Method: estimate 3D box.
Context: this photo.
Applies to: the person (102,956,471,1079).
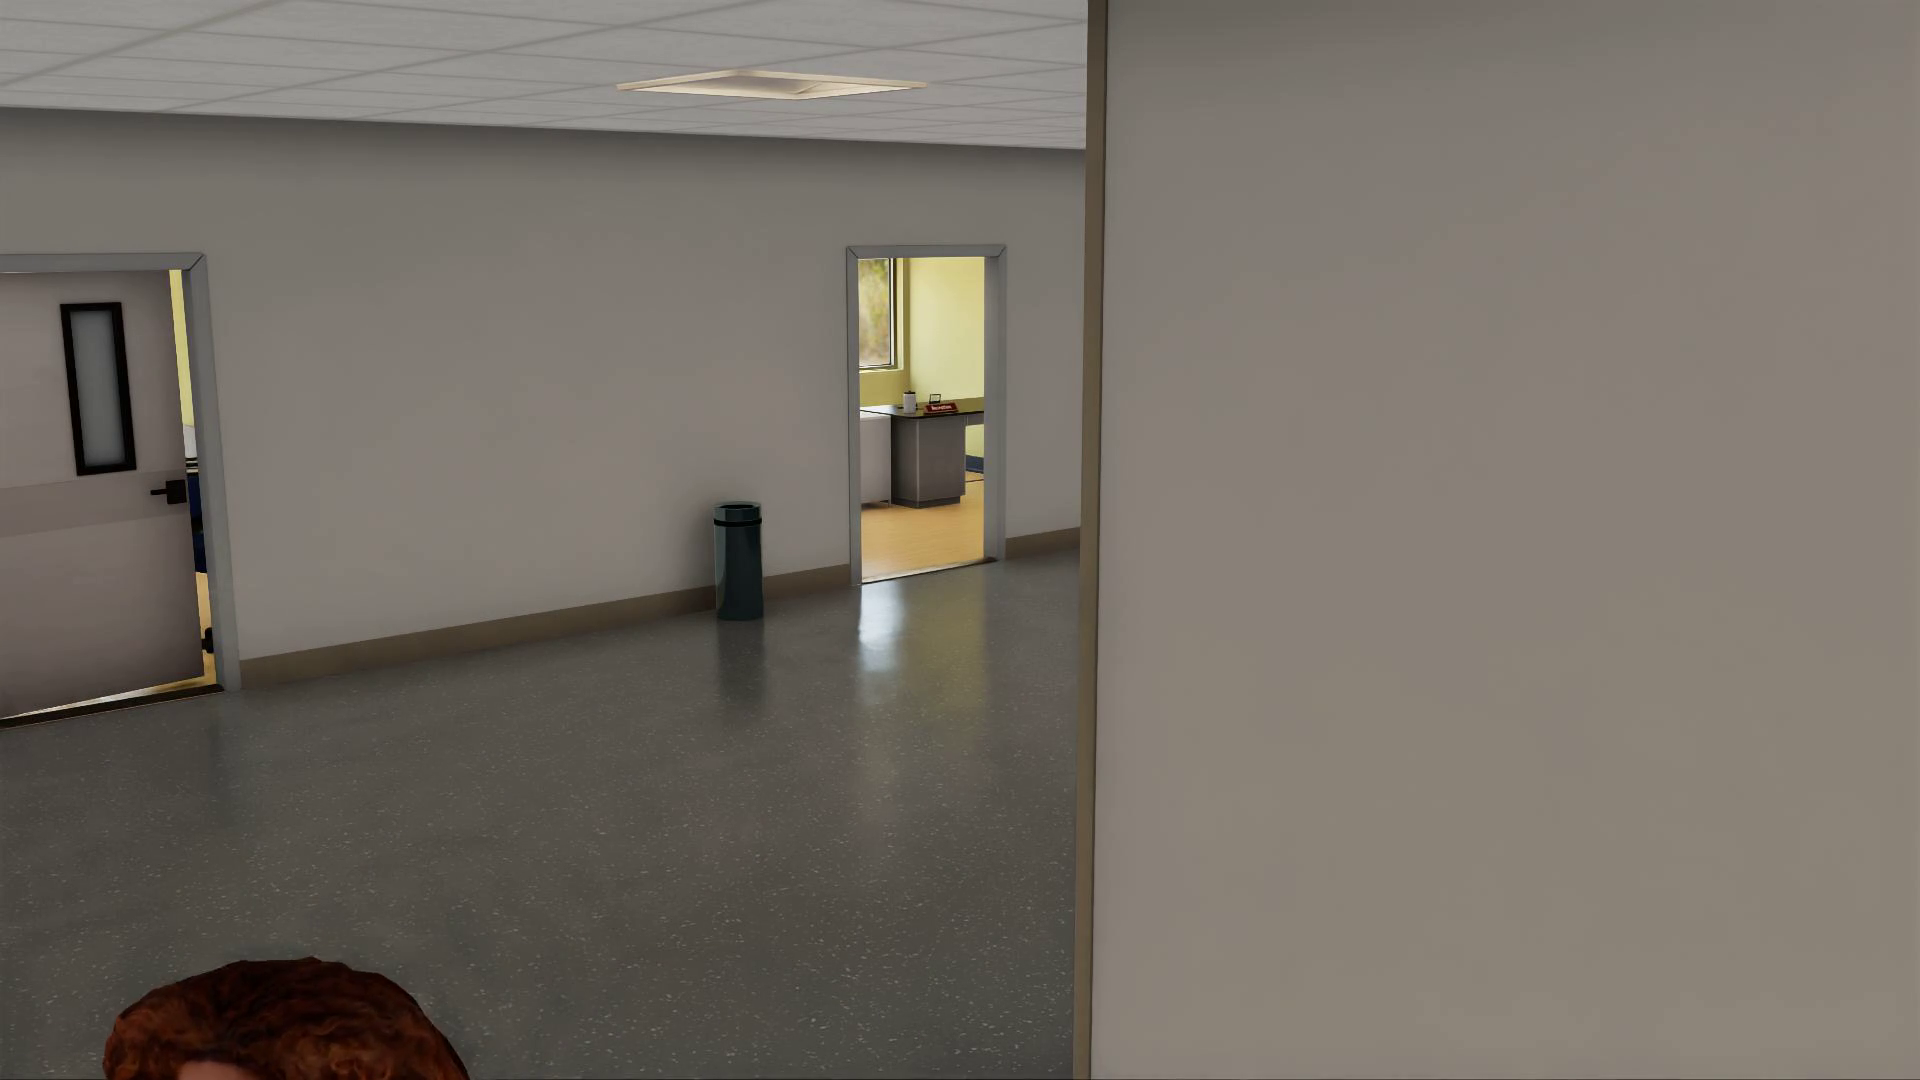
[{"bbox_3d":[-0.660,1.256,1.955,0.882,1.692,0.962,2,11,12],"label":"person"}]
